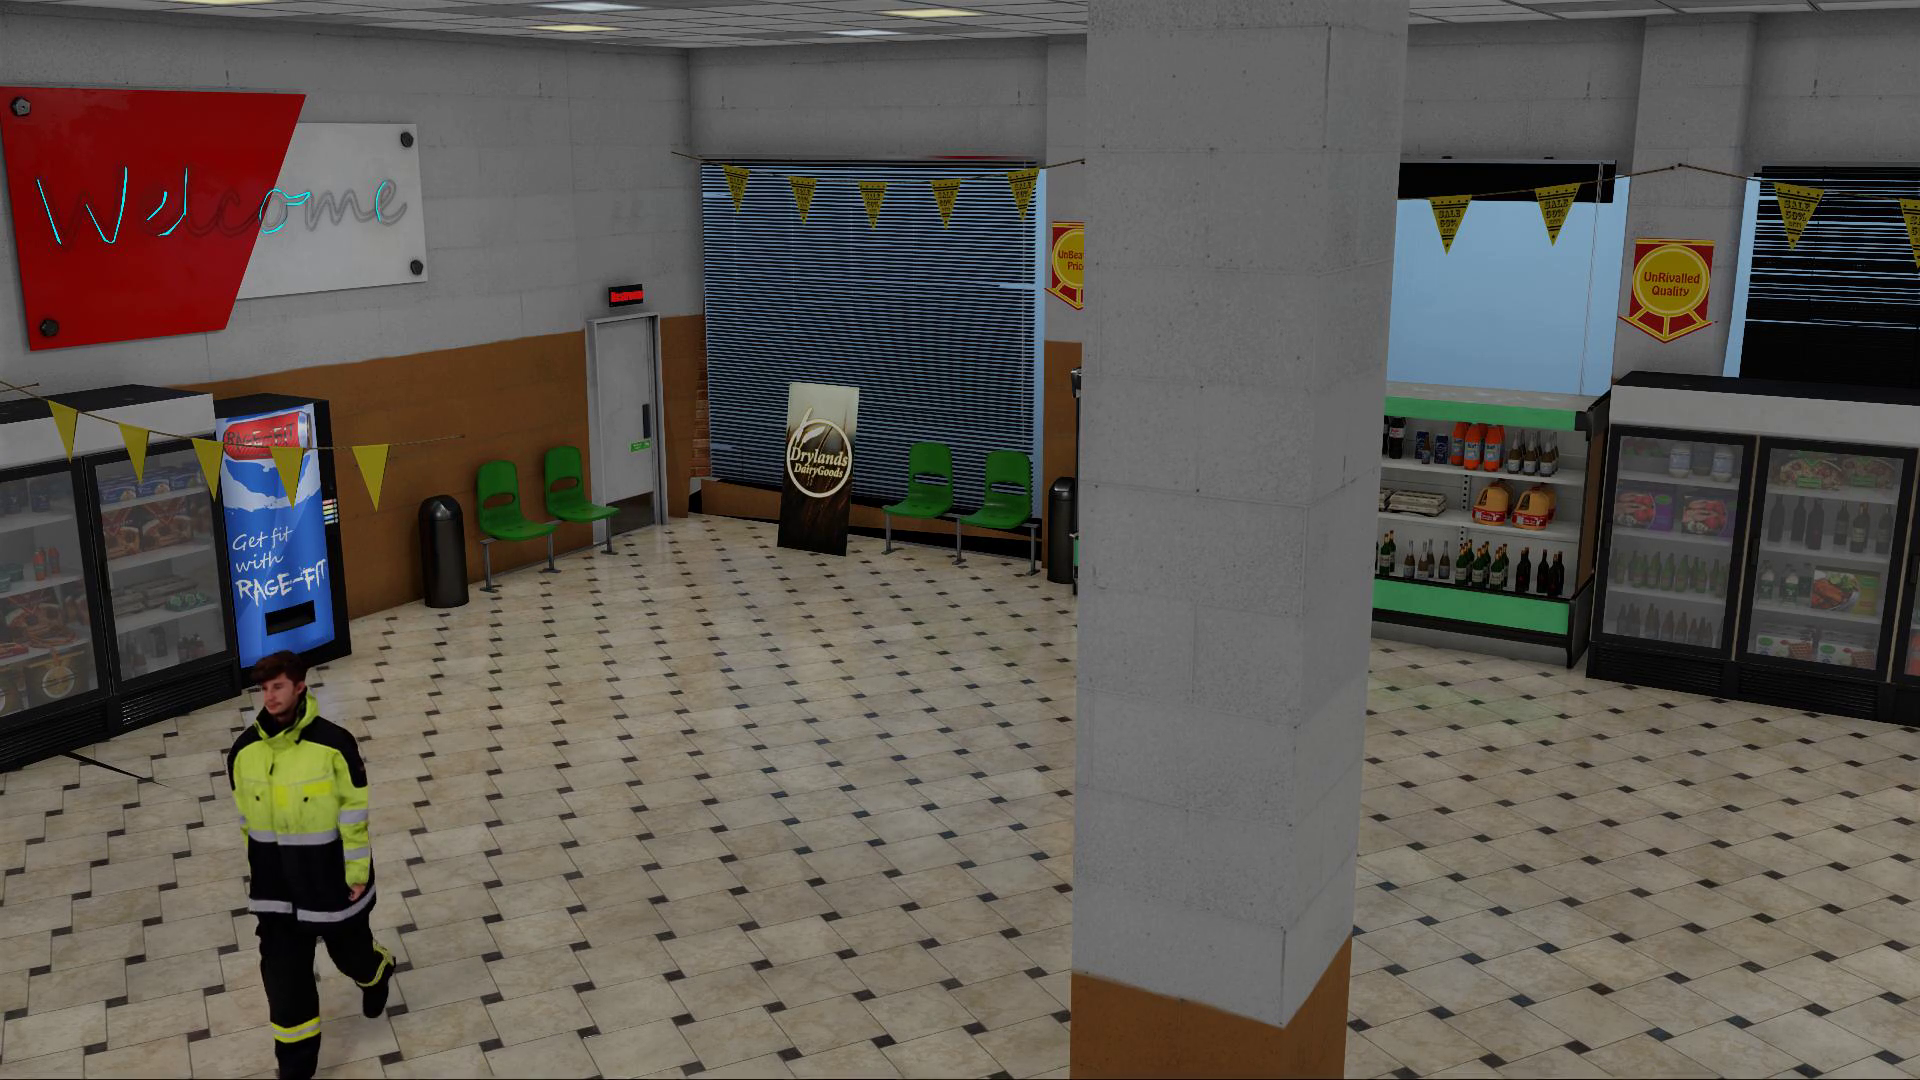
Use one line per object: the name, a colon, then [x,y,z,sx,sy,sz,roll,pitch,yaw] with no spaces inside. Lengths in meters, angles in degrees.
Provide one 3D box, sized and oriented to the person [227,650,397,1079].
person: [-2.846,1.418,7.410,1.252,1.953,1.207,0,14,-1]
